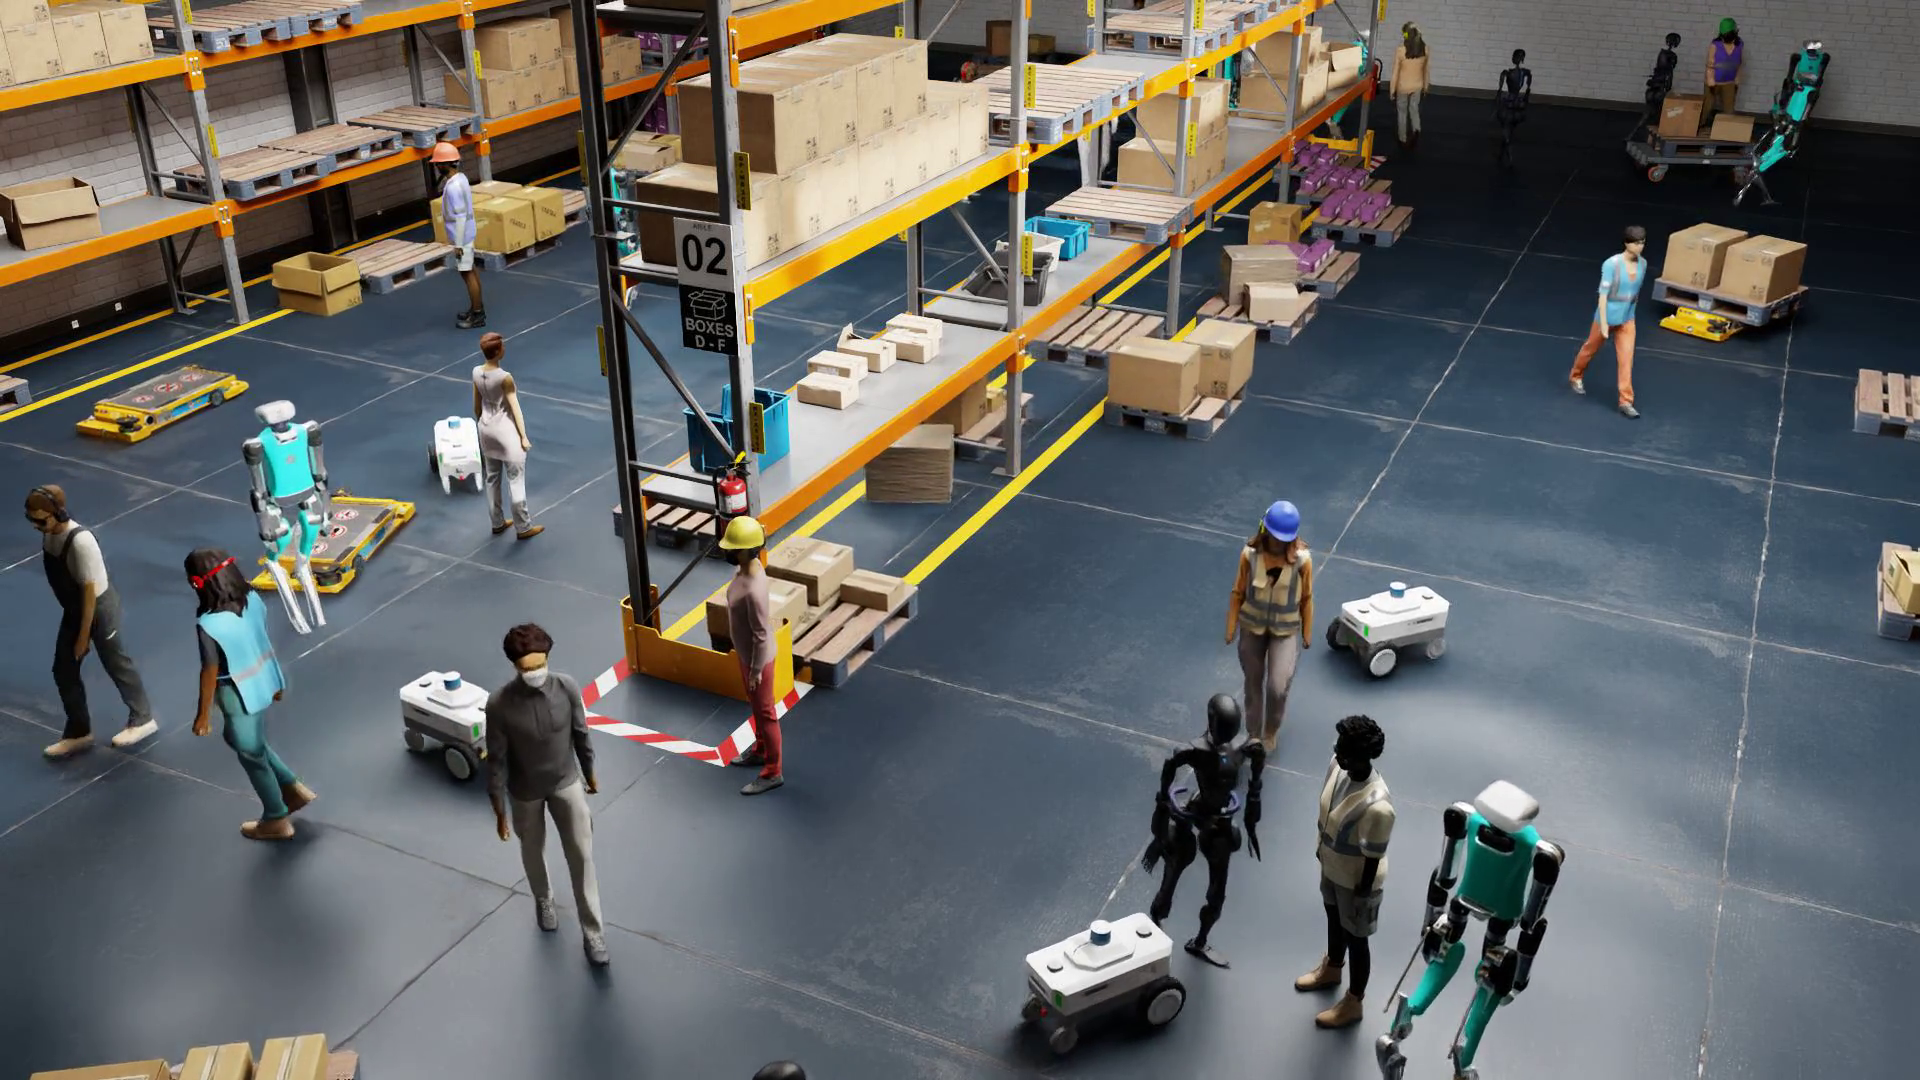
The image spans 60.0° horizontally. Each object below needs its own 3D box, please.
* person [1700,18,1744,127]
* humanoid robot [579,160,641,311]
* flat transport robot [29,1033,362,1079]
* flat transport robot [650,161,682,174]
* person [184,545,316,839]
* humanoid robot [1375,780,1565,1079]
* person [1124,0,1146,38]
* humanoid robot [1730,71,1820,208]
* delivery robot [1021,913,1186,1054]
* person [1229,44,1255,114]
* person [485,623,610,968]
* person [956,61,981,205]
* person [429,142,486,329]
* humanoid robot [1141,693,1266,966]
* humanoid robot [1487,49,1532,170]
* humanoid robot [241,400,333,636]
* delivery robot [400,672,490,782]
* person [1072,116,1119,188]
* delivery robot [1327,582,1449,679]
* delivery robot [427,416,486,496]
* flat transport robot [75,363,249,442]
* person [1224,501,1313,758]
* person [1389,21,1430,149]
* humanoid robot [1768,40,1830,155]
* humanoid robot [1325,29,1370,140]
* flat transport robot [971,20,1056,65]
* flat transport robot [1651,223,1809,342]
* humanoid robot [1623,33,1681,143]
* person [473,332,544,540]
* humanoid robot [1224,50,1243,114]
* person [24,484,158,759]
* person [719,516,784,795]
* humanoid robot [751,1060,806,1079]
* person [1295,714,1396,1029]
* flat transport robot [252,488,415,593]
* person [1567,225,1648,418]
[{"bbox_3d":[11.333,-6.780,24.680,0.552,1.877,0.835,1,26,2],"label":"person"},{"bbox_3d":[-3.624,-3.276,17.851,0.552,1.877,0.794,7,27,13],"label":"humanoid robot"},{"bbox_3d":[-3.218,2.789,7.145,0.659,0.231,1.431,-4,27,-9],"label":"flat transport robot"},{"bbox_3d":[-3.708,-5.083,23.046,0.659,0.231,1.431,10,28,19],"label":"flat transport robot"},{"bbox_3d":[-3.990,0.874,9.224,0.460,1.853,0.495,1,26,2],"label":"person"},{"bbox_3d":[2.161,1.927,7.280,0.550,1.799,0.842,23,34,38],"label":"humanoid robot"},{"bbox_3d":[2.944,-8.175,27.633,0.520,1.736,1.069,-2,26,-4],"label":"person"},{"bbox_3d":[10.482,-5.162,21.596,0.944,1.807,0.556,-1,26,-3],"label":"humanoid robot"},{"bbox_3d":[0.701,2.133,8.166,0.804,0.611,0.499,-14,30,-26],"label":"delivery robot"},{"bbox_3d":[4.196,-6.968,25.209,0.750,1.721,0.570,5,27,9],"label":"person"},{"bbox_3d":[-2.069,1.281,8.359,0.564,1.841,0.866,-11,28,-21],"label":"person"},{"bbox_3d":[0.064,-5.359,21.857,0.463,1.824,0.581,21,33,36],"label":"person"},{"bbox_3d":[-5.215,-3.160,17.283,0.371,1.934,0.550,-4,27,-9],"label":"person"},{"bbox_3d":[1.202,1.429,8.316,0.616,1.645,0.470,-6,27,-13],"label":"humanoid robot"},{"bbox_3d":[7.818,-6.127,23.625,0.590,1.630,0.780,-9,28,-17],"label":"humanoid robot"},{"bbox_3d":[-4.649,-0.142,11.461,0.691,1.839,0.530,24,35,39],"label":"humanoid robot"},{"bbox_3d":[-3.077,1.106,10.241,0.812,0.611,0.499,16,30,28],"label":"delivery robot"},{"bbox_3d":[1.759,-5.421,21.908,0.645,1.891,0.549,-1,26,-2],"label":"person"},{"bbox_3d":[2.946,0.565,11.298,0.756,0.580,0.499,-10,28,-20],"label":"delivery robot"},{"bbox_3d":[-4.217,-0.747,13.976,0.499,0.606,0.801,-8,27,-16],"label":"delivery robot"},{"bbox_3d":[-7.350,-1.277,15.357,0.659,0.231,1.431,10,28,19],"label":"flat transport robot"},{"bbox_3d":[1.847,0.552,9.978,0.509,1.751,0.426,8,28,16],"label":"person"},{"bbox_3d":[6.630,-6.676,24.482,0.594,1.842,0.688,-2,26,-4],"label":"person"},{"bbox_3d":[12.071,-6.421,24.100,0.542,1.700,1.054,1,26,3],"label":"humanoid robot"},{"bbox_3d":[5.600,-6.585,24.461,0.781,1.810,0.530,10,28,19],"label":"humanoid robot"},{"bbox_3d":[0.998,-8.398,29.742,1.431,0.231,0.659,21,33,36],"label":"flat transport robot"},{"bbox_3d":[8.119,-2.413,17.652,1.431,0.231,0.659,-20,33,-35],"label":"flat transport robot"},{"bbox_3d":[10.425,-6.740,24.866,0.750,1.632,0.599,-1,26,-2],"label":"humanoid robot"},{"bbox_3d":[-3.526,-0.804,12.832,0.464,1.657,0.273,13,29,24],"label":"person"},{"bbox_3d":[4.023,-6.428,24.202,0.851,1.860,0.546,-23,34,-38],"label":"humanoid robot"},{"bbox_3d":[-5.347,0.514,9.993,0.515,1.813,0.755,17,31,30],"label":"person"},{"bbox_3d":[-1.224,0.661,9.751,0.296,1.772,0.528,-7,27,-14],"label":"person"},{"bbox_3d":[-0.589,2.547,6.045,0.588,1.650,0.353,23,35,39],"label":"humanoid robot"},{"bbox_3d":[1.867,1.571,7.999,0.321,1.691,0.532,-6,27,-11],"label":"person"},{"bbox_3d":[-4.794,-0.003,12.784,0.659,0.231,1.431,3,26,6],"label":"flat transport robot"},{"bbox_3d":[6.032,-2.060,15.308,0.474,1.716,0.965,-5,27,-10],"label":"person"}]
